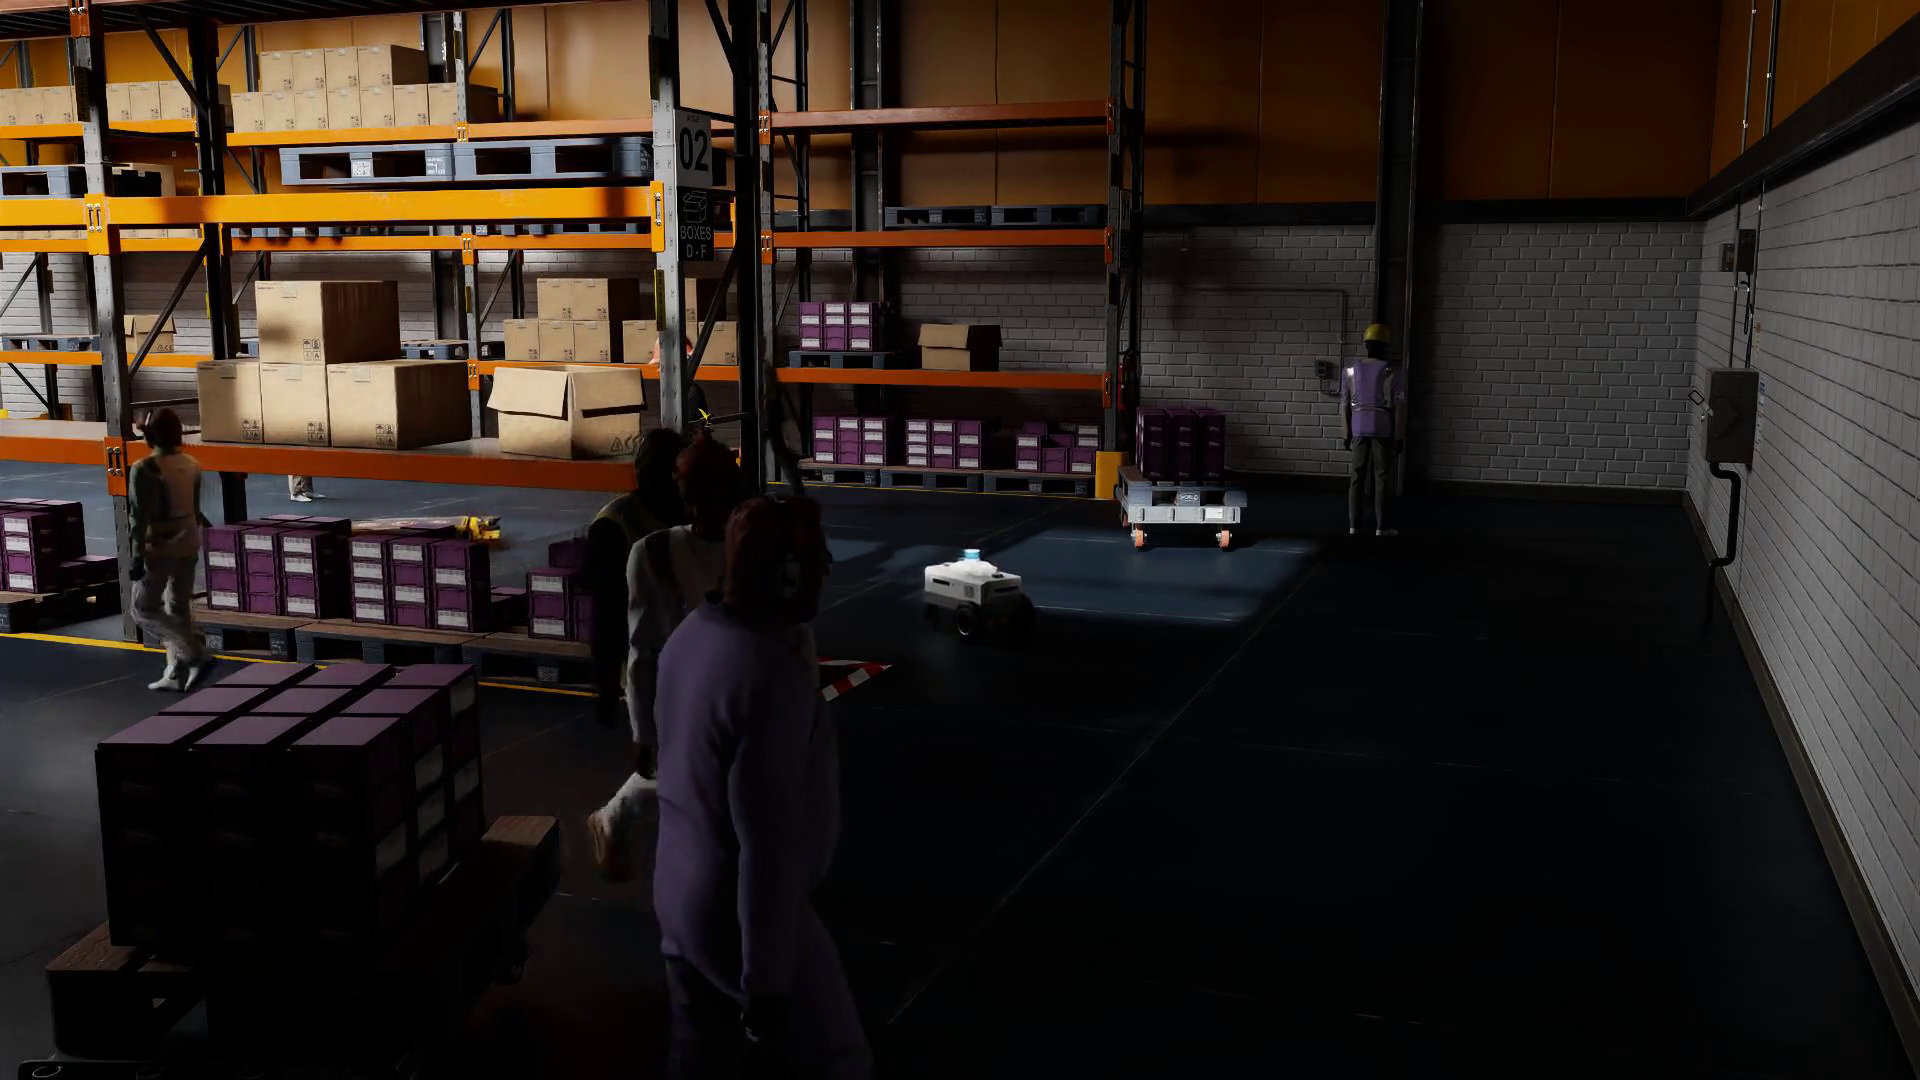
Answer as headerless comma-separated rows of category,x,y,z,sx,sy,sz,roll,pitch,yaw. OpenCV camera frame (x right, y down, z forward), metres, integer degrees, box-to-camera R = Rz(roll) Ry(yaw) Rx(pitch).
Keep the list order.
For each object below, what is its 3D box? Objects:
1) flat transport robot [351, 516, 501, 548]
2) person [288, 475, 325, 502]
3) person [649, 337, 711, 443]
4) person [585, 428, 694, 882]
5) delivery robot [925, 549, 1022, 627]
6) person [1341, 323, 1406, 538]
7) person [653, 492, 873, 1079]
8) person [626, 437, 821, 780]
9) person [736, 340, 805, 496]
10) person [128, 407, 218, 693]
flat transport robot,-4.707,-0.052,14.326,1.431,0.197,0.652,-2,9,-14
person,-6.875,-1.216,17.350,0.307,1.641,0.512,1,9,4
person,-1.822,-0.366,10.916,0.389,1.990,0.610,-1,9,-4
person,-1.104,0.475,6.190,0.536,1.809,0.689,7,11,36
delivery robot,0.081,0.304,10.909,0.477,0.478,0.707,-7,11,-37
person,3.719,-0.980,14.967,0.587,1.927,0.365,6,11,32
person,-0.424,0.829,3.761,0.633,1.884,0.681,-5,11,-31
person,-0.717,0.602,5.292,0.609,1.836,0.933,-4,10,-24
person,-2.032,-1.187,16.811,1.020,1.758,0.517,-2,9,-9
person,-4.386,0.074,9.263,0.459,1.625,0.538,2,9,12
